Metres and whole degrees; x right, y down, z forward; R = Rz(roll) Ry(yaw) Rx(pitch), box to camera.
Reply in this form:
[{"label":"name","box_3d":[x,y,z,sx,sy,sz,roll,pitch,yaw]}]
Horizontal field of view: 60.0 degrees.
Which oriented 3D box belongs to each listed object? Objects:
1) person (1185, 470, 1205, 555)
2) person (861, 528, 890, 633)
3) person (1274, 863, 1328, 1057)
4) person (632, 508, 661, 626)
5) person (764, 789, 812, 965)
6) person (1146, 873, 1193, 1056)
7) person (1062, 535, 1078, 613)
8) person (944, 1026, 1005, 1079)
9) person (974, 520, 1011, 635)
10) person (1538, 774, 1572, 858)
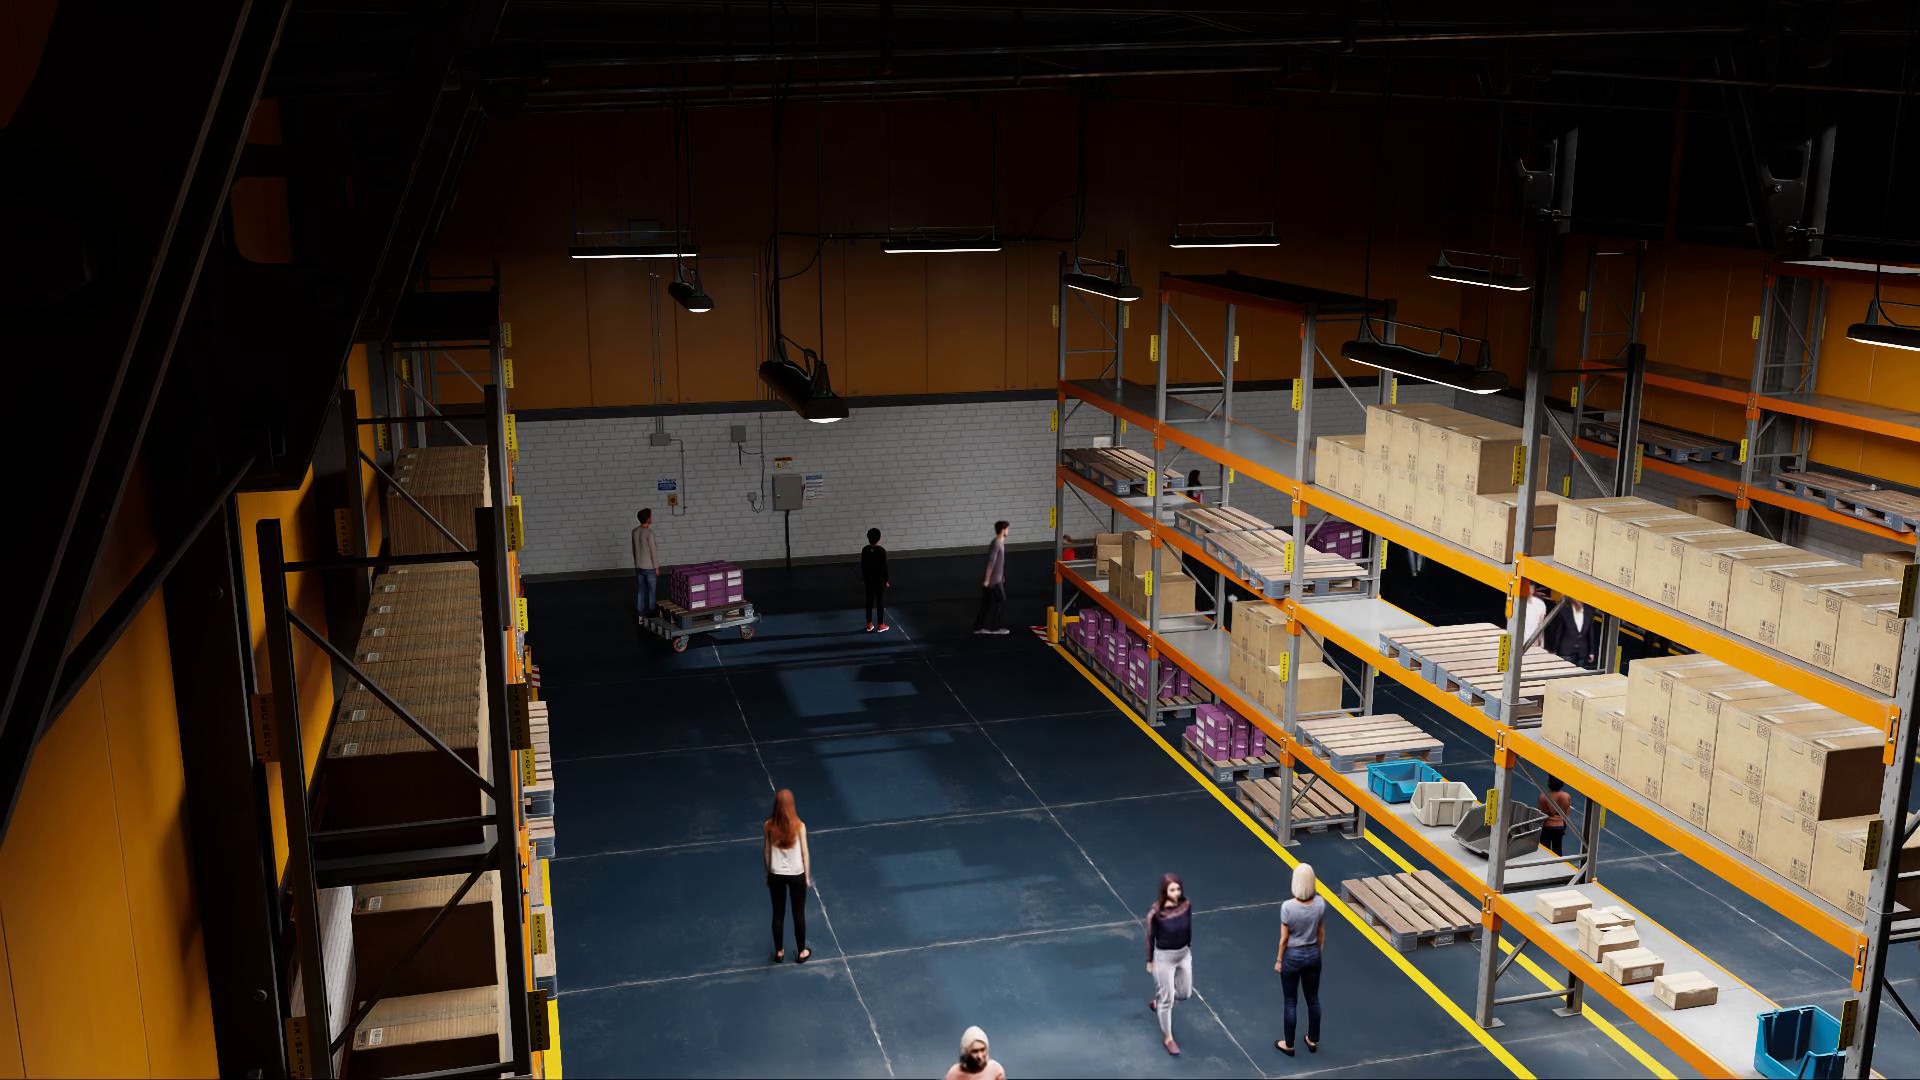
[{"label":"person","box_3d":[4.377,-0.517,31.128,0.712,1.612,0.569,-10,17,-35]},{"label":"person","box_3d":[-1.344,0.621,26.294,0.680,1.675,0.699,5,14,18]},{"label":"person","box_3d":[2.898,3.547,14.109,0.581,1.722,0.502,-3,14,-13]},{"label":"person","box_3d":[-5.021,0.427,26.610,0.733,1.903,0.814,9,16,33]},{"label":"person","box_3d":[-1.628,3.168,15.677,0.642,1.722,0.626,2,14,7]},{"label":"person","box_3d":[1.775,3.579,14.244,0.699,1.596,0.831,-7,15,-26]},{"label":"person","box_3d":[1.805,0.551,27.386,0.652,1.298,0.697,13,19,42]},{"label":"person","box_3d":[0.079,4.147,11.651,0.591,1.714,0.570,-4,14,-16]},{"label":"person","box_3d":[0.444,0.620,26.021,0.849,1.807,0.796,1,14,5]},{"label":"person","box_3d":[6.182,2.998,17.372,0.534,1.254,0.504,-2,14,-10]}]
